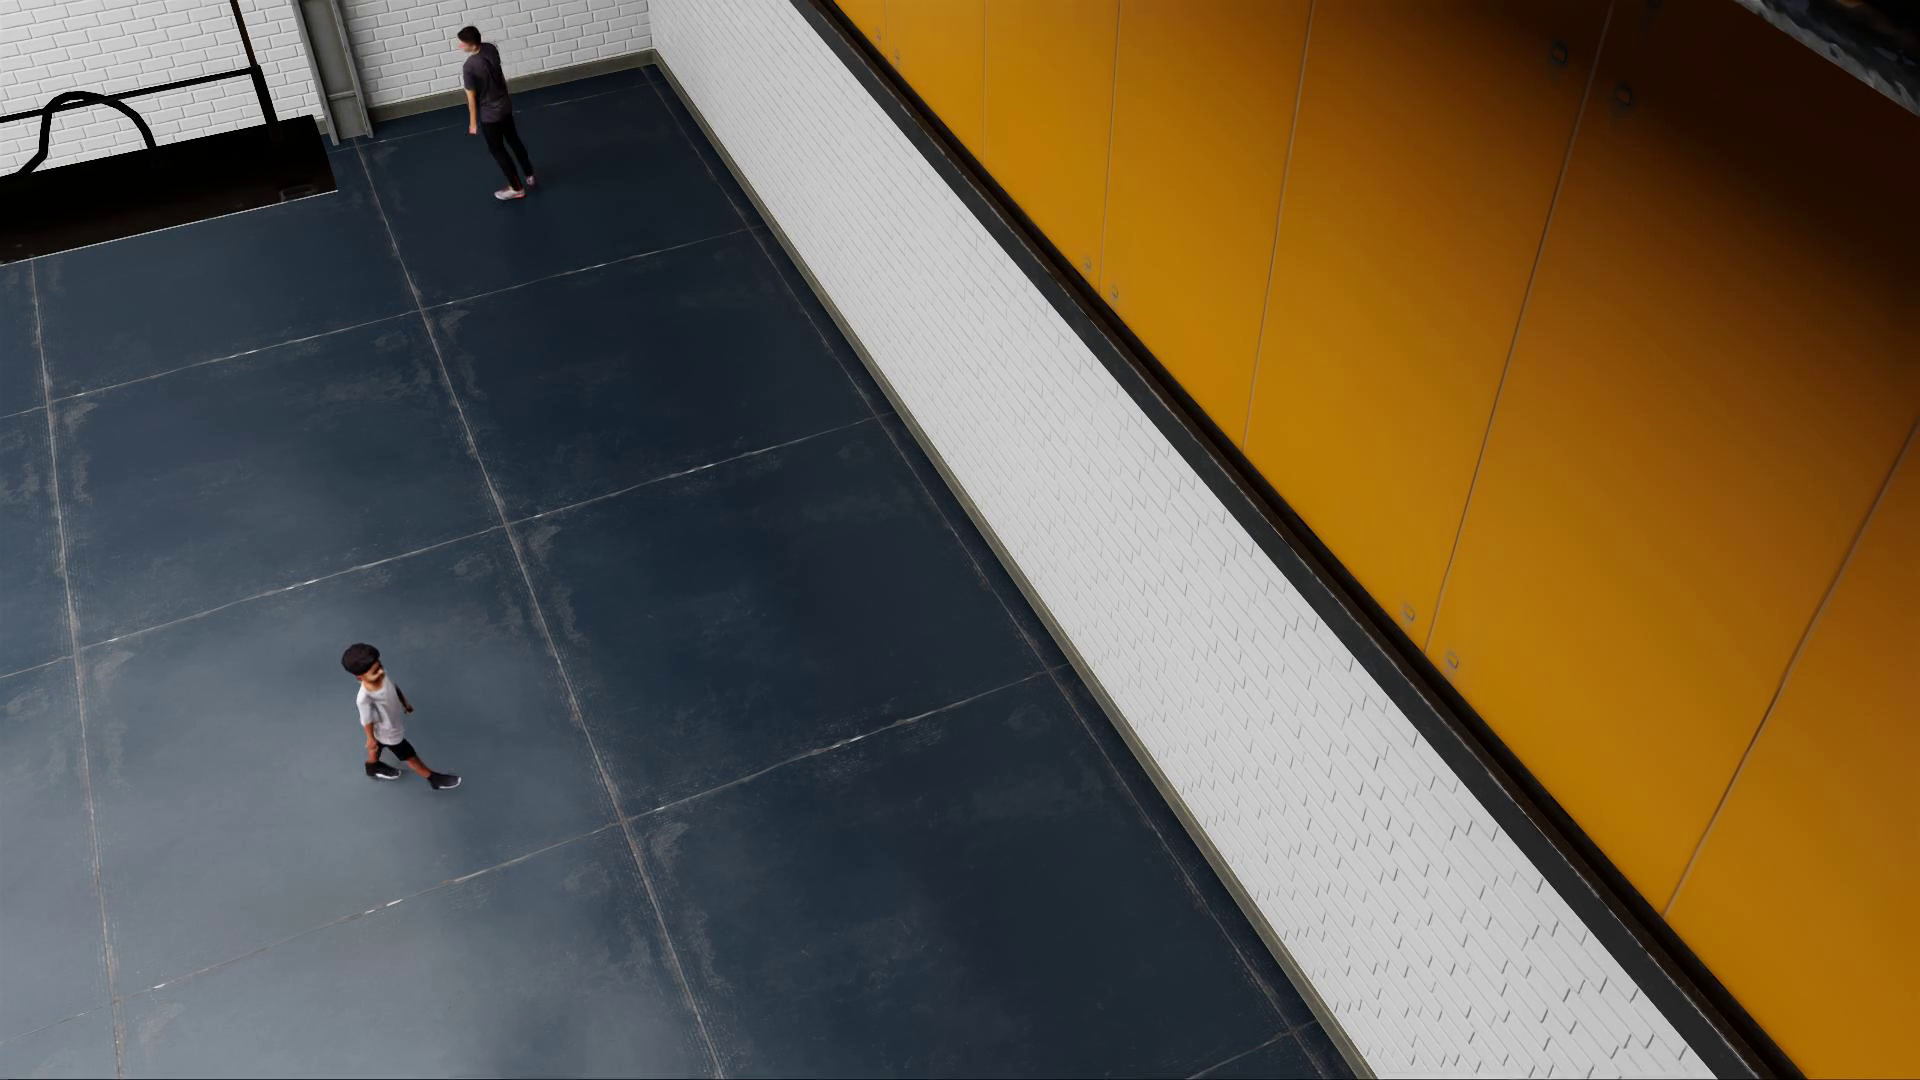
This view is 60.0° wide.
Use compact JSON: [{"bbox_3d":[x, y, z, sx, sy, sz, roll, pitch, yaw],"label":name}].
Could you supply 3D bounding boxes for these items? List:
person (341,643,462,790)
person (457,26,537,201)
[{"bbox_3d":[-3.594,1.094,10.219,0.934,1.227,0.773,5,44,5],"label":"person"},{"bbox_3d":[-4.193,-3.889,15.082,0.866,1.735,0.804,23,48,22],"label":"person"}]
